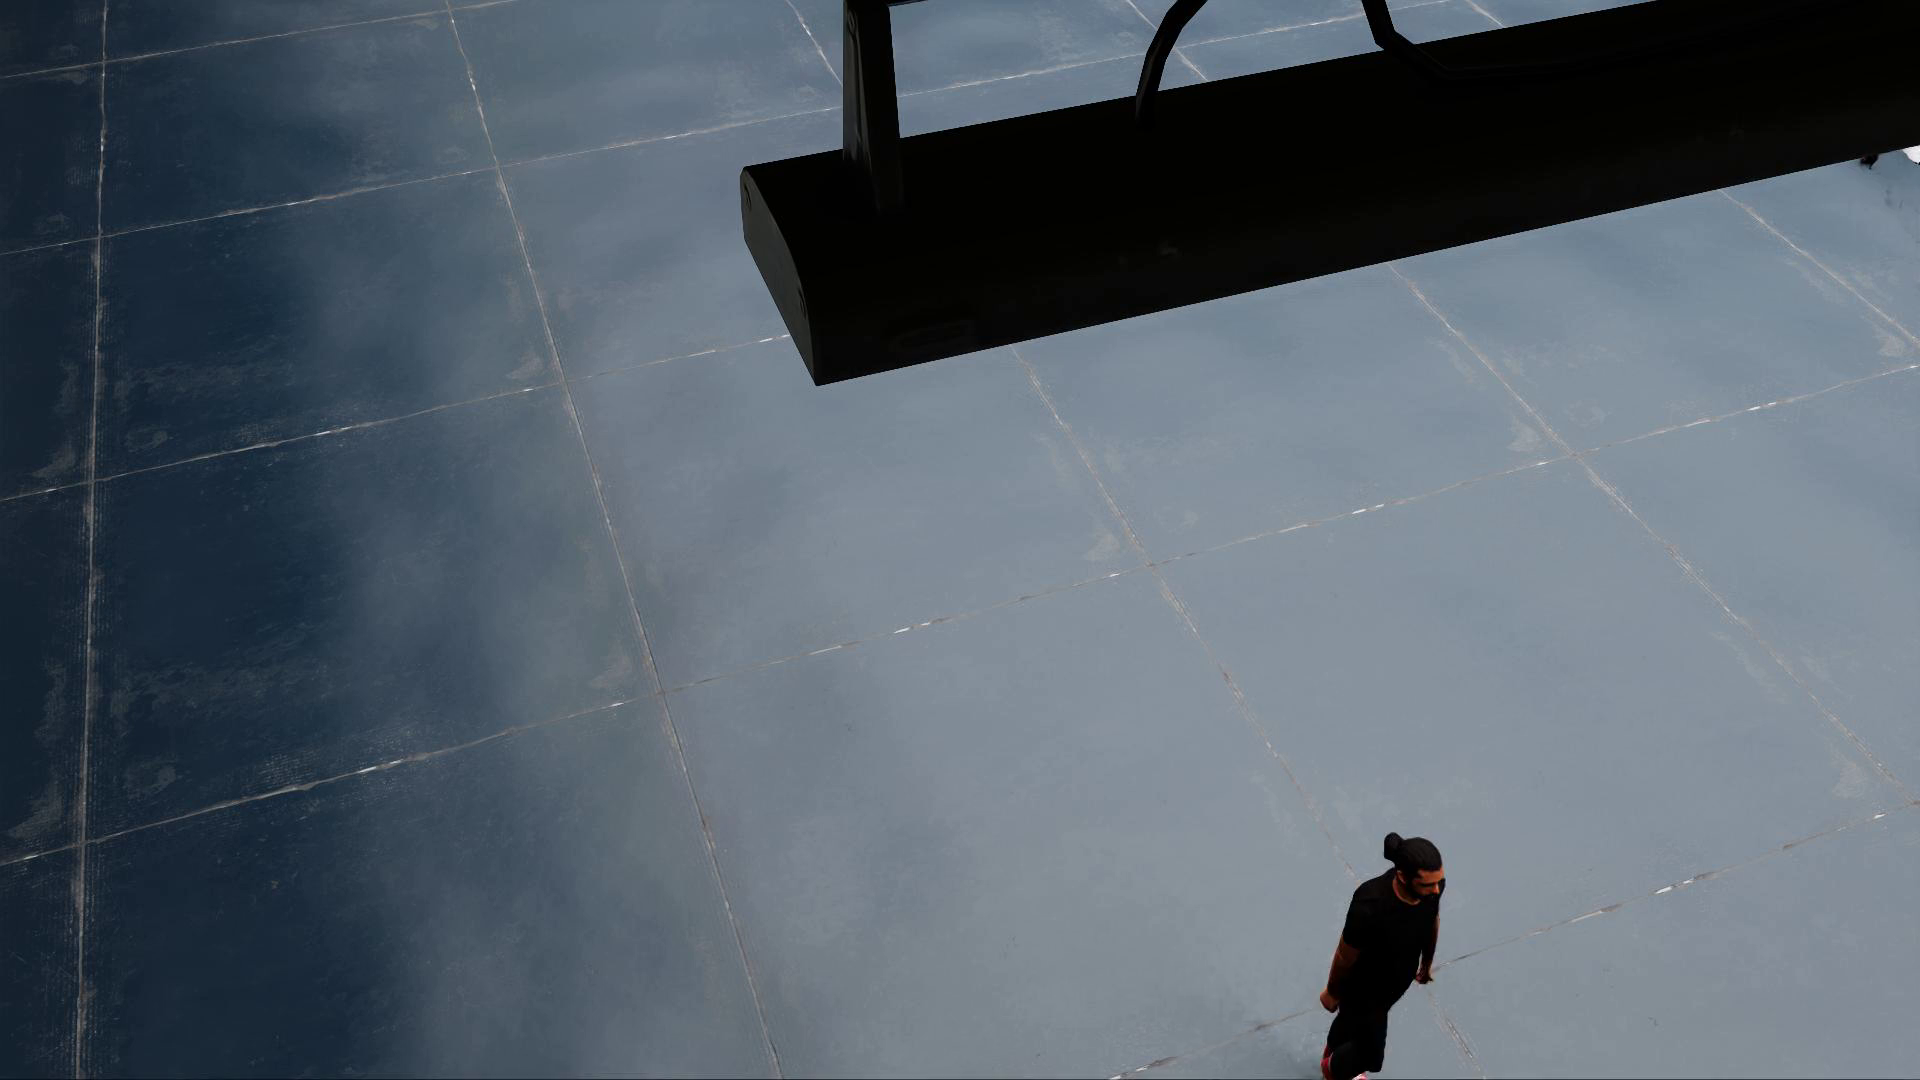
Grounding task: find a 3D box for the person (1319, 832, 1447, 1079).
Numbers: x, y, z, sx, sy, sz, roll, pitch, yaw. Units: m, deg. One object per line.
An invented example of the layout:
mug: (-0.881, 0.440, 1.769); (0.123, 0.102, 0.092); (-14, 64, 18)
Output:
person: (1.691, 1.760, 6.984); (0.721, 1.750, 0.697); (-26, 49, -25)
